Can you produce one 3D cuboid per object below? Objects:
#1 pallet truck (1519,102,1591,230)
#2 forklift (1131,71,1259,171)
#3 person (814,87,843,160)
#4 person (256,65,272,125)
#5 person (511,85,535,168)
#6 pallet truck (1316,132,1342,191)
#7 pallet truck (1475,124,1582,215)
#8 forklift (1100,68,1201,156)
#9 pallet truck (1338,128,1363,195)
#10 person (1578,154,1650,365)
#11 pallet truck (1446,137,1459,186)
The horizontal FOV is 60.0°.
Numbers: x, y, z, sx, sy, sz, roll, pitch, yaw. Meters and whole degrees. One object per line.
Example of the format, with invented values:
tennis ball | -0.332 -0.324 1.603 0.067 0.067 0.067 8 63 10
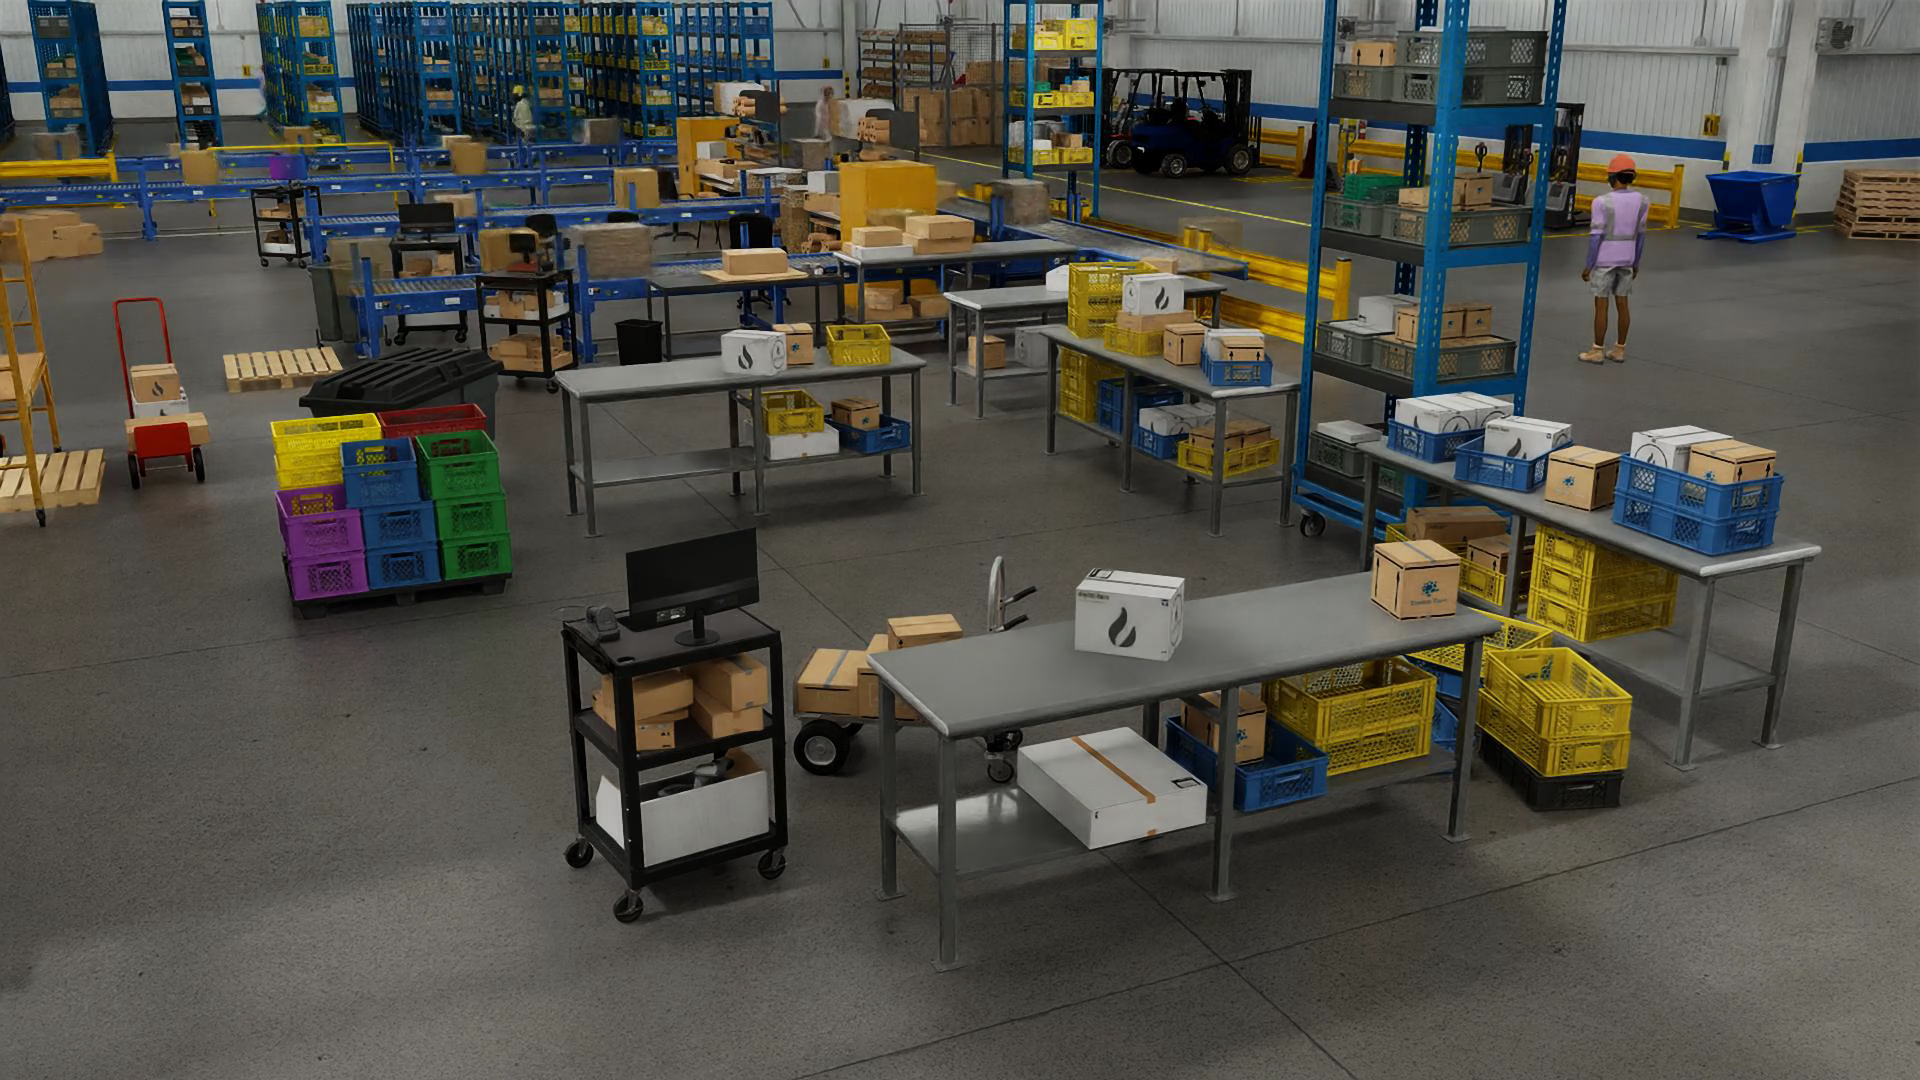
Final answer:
pallet truck | 9.972 -6.037 26.785 1.885 1.965 0.823 -9 20 -25
forklift | 4.998 -8.936 35.413 2.680 1.987 1.157 -9 20 -25
person | -2.674 -8.546 34.902 0.965 1.856 0.678 9 20 26
person | -21.326 -13.651 51.038 0.553 1.833 0.567 -7 19 -22
person | -9.712 -9.151 36.882 0.424 1.818 0.620 -5 18 -16
pallet truck | 7.723 -7.504 32.656 1.601 1.201 0.680 -8 19 -23
pallet truck | 9.707 -6.455 28.103 1.885 1.965 0.823 -7 19 -20
forklift | 4.082 -9.564 37.410 2.680 1.987 1.157 -8 19 -23
pallet truck | 7.845 -7.140 31.411 1.522 1.261 0.704 -9 20 -25
person | 6.403 -2.747 16.346 0.609 2.044 0.394 -4 18 -12
pallet truck | 9.184 -6.485 29.328 1.630 1.274 0.653 -8 19 -23
